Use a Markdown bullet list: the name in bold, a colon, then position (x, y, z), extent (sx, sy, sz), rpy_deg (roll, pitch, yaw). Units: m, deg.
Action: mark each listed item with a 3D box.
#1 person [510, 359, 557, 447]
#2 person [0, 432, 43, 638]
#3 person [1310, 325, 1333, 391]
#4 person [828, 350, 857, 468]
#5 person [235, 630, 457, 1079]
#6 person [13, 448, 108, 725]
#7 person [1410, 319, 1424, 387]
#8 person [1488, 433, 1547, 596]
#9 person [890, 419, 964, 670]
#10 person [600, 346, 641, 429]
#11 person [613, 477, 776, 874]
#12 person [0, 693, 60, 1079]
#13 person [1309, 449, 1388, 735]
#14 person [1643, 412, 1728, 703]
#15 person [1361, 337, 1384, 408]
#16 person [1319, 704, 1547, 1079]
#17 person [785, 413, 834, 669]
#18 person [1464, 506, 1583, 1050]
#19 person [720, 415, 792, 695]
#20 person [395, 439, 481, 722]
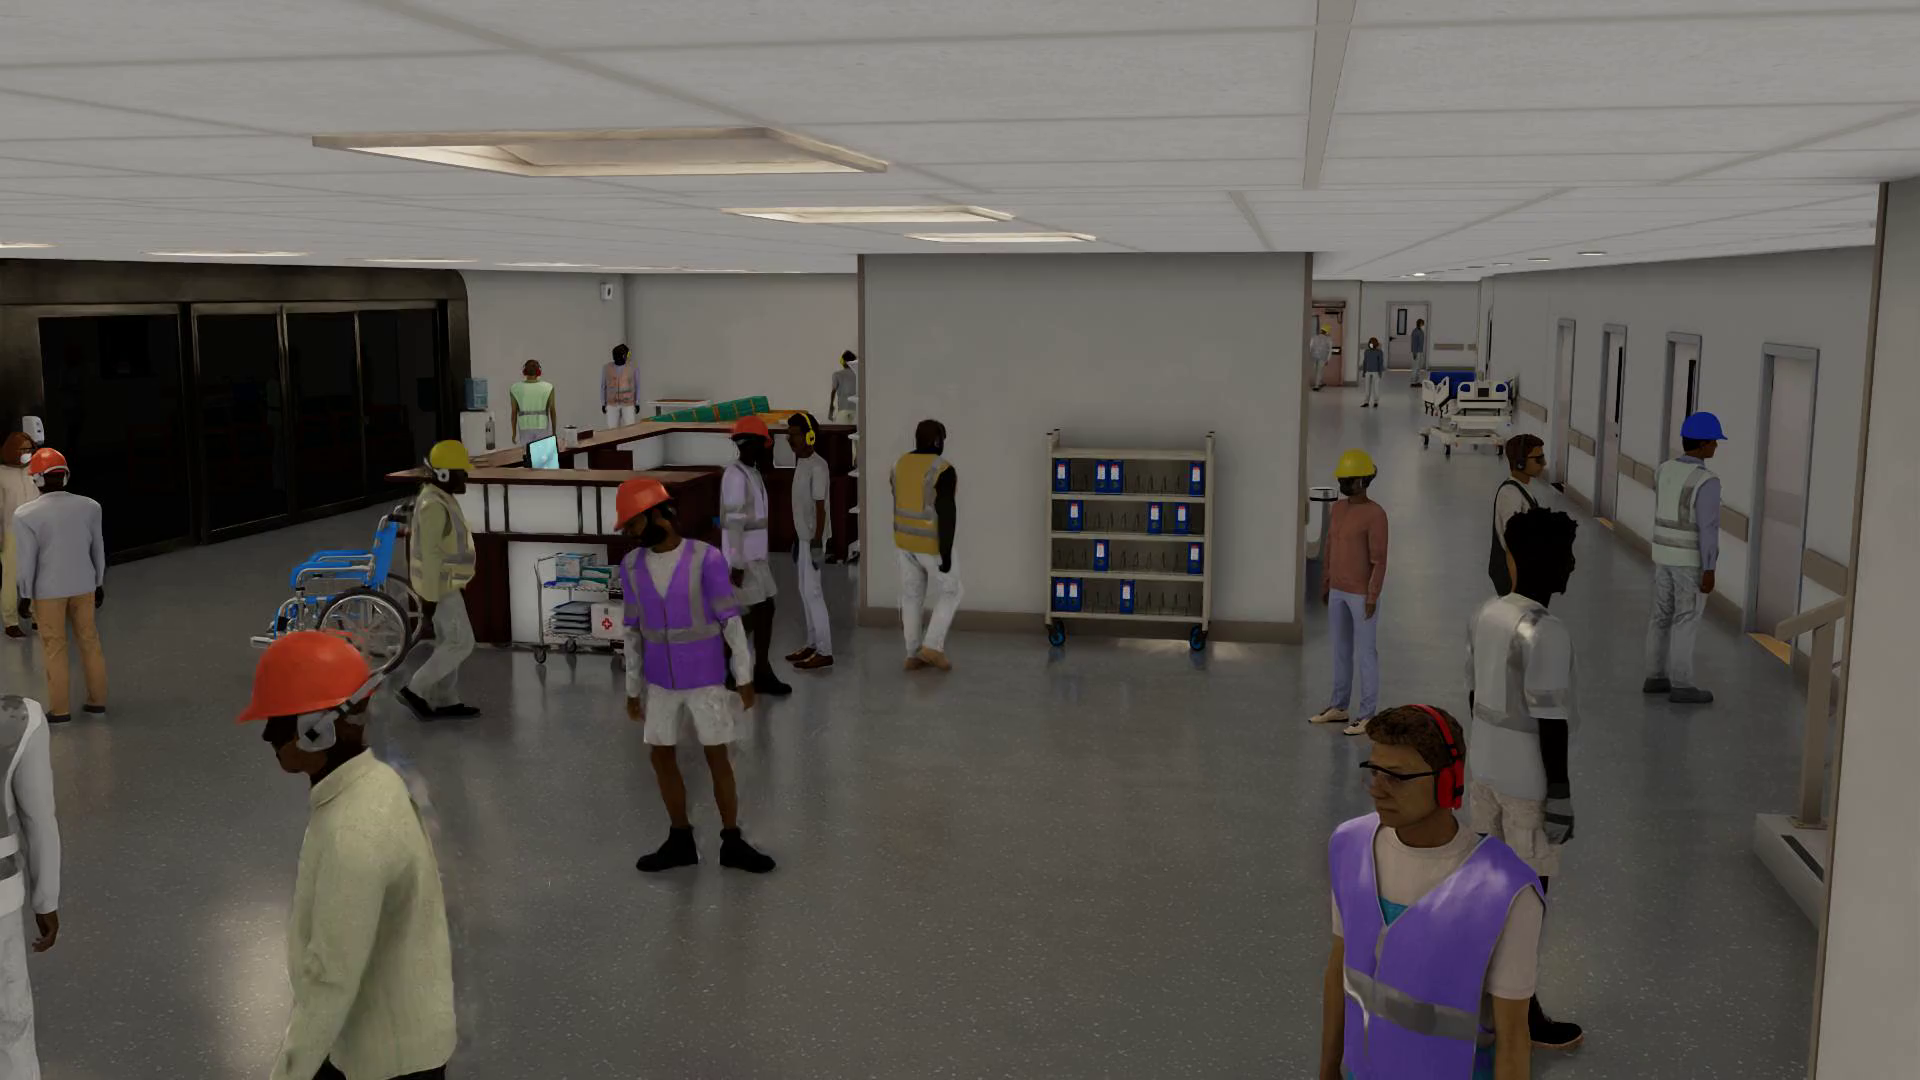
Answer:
- **person**: position (-5.487, -1.402, 21.430), extent (0.570, 1.843, 0.372), rpy_deg (-2, 9, -15)
- **person**: position (-7.413, -0.045, 13.168), extent (0.286, 1.627, 0.505), rpy_deg (5, 10, 31)
- **person**: position (9.776, -4.924, 45.079), extent (0.633, 1.768, 0.791), rpy_deg (4, 10, 27)
- **person**: position (-1.704, -1.990, 25.442), extent (0.511, 1.822, 0.958), rpy_deg (-5, 10, -30)
- **person**: position (-1.474, 1.185, 3.881), extent (0.766, 1.956, 0.608), rpy_deg (-4, 9, -25)
- **person**: position (-5.698, 0.288, 10.527), extent (0.347, 1.746, 0.572), rpy_deg (5, 10, 30)
- **person**: position (12.857, -5.248, 46.705), extent (0.386, 1.927, 0.636), rpy_deg (6, 10, 34)
- **person**: position (3.503, 0.251, 10.456), extent (0.346, 1.846, 0.506), rpy_deg (3, 9, 19)
- **person**: position (-0.246, 0.045, 11.928), extent (0.635, 1.815, 0.432), rpy_deg (7, 11, 40)
- **person**: position (-5.422, -2.173, 26.565), extent (0.633, 1.841, 0.429), rpy_deg (0, 9, -3)
- **person**: position (-1.222, 0.651, 7.707), extent (0.733, 1.892, 0.399), rpy_deg (2, 9, 14)
- **person**: position (-2.949, 1.080, 4.875), extent (0.568, 1.878, 0.351), rpy_deg (-6, 10, -33)
- **person**: position (2.422, 0.316, 10.298), extent (0.308, 1.769, 0.525), rpy_deg (-4, 10, -26)
- **person**: position (4.824, 0.120, 11.038), extent (0.408, 1.943, 0.612), rpy_deg (-1, 9, -9)
- **person**: position (9.584, -3.889, 38.634), extent (0.499, 1.634, 0.285), rpy_deg (8, 12, 42)
- **person**: position (1.053, 1.265, 3.778), extent (0.387, 1.839, 0.568), rpy_deg (-6, 10, -33)
- **person**: position (-1.095, 0.006, 12.059), extent (0.317, 1.860, 0.524), rpy_deg (-3, 9, -18)
- **person**: position (2.057, 0.851, 6.076), extent (0.368, 1.967, 0.600), rpy_deg (-1, 9, -9)
- **person**: position (-1.399, 0.112, 11.235), extent (0.510, 1.889, 0.578), rpy_deg (2, 9, 13)
- **person**: position (-3.246, 0.270, 10.441), extent (0.463, 1.812, 0.616), rpy_deg (-3, 9, -17)
